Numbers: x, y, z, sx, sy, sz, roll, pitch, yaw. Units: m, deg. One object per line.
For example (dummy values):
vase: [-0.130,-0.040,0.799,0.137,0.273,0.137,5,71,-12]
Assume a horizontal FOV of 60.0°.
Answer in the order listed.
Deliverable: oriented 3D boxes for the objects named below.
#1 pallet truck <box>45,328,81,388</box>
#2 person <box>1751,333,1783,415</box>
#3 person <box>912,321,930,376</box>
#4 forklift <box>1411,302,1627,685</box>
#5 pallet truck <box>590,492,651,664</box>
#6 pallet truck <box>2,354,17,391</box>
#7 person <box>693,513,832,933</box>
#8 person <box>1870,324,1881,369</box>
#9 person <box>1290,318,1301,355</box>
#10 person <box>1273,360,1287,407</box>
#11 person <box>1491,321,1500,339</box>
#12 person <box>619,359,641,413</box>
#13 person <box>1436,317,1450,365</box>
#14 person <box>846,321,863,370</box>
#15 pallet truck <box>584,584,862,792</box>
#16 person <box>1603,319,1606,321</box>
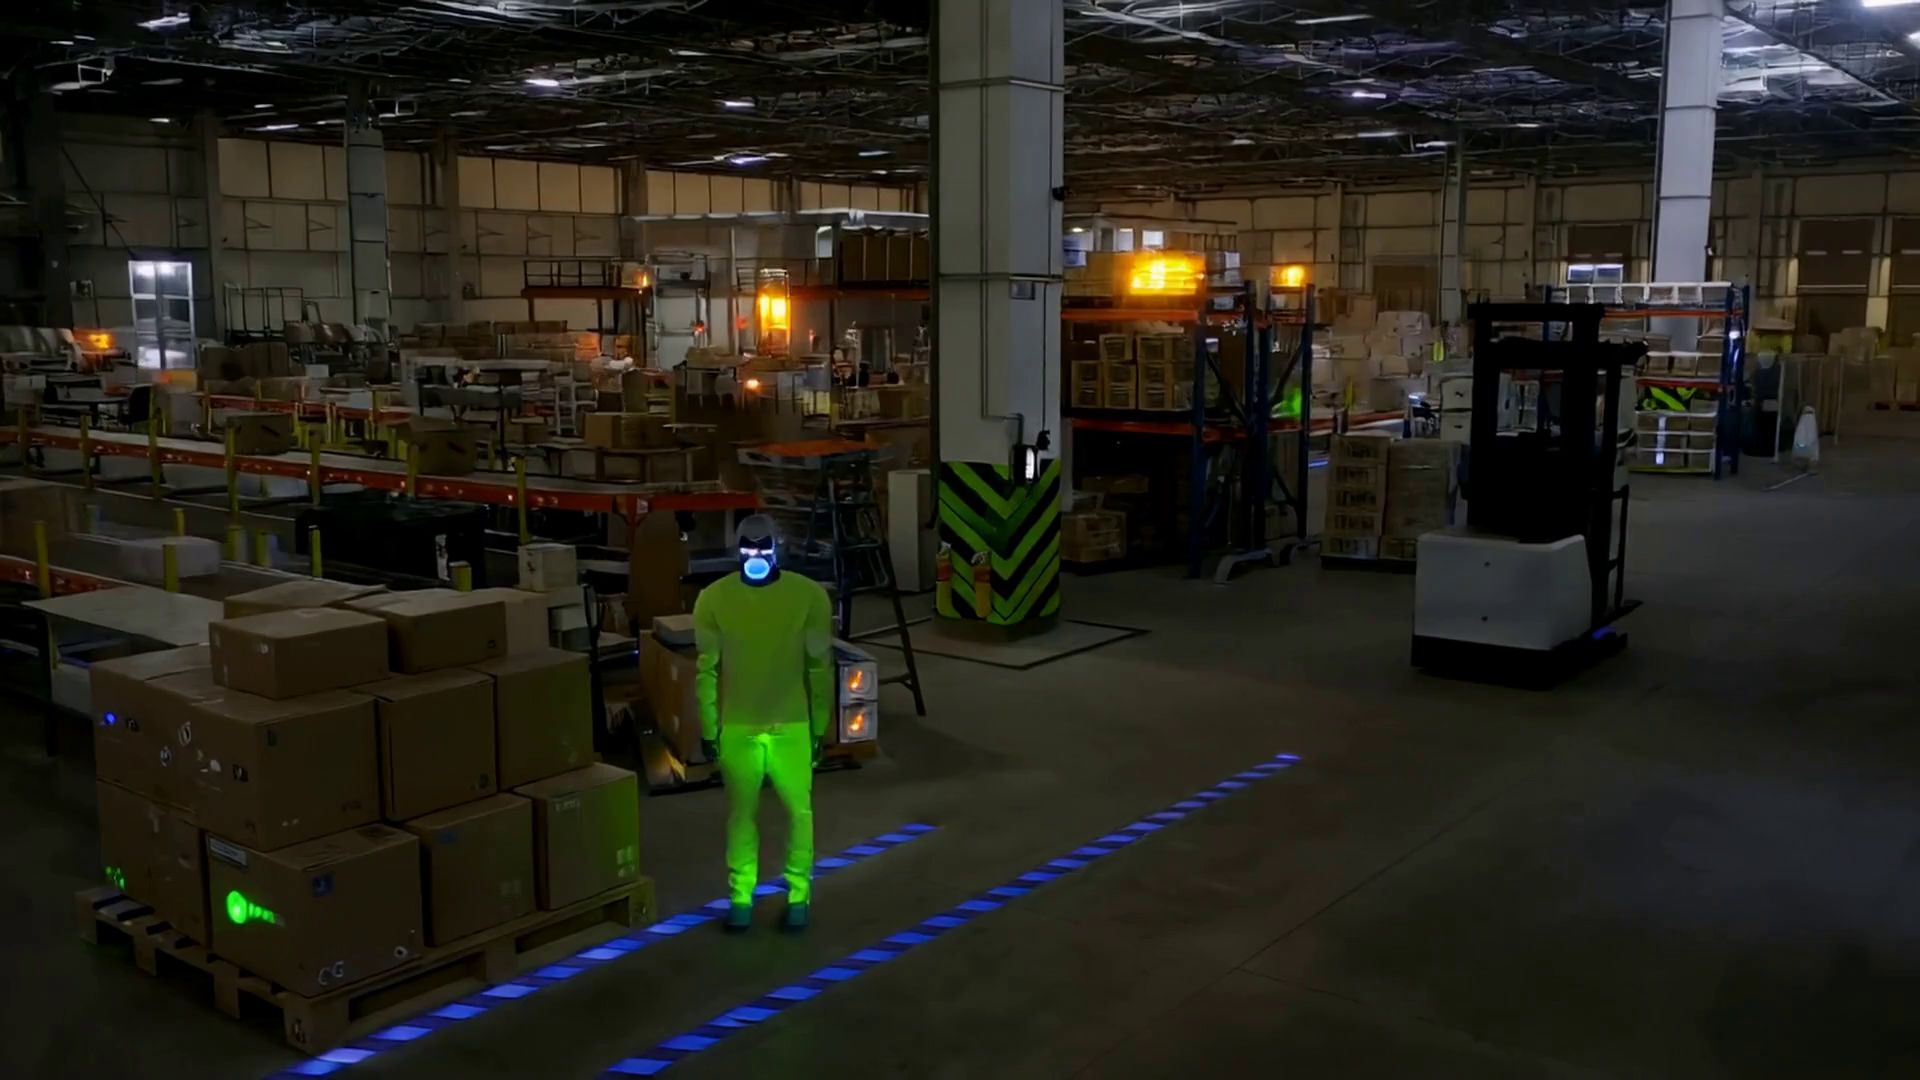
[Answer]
pallet truck: [-23.775,-4.544,43.495,1.885,1.965,0.823,6,10,35]
person: [18.132,-3.658,37.375,0.686,2.000,0.710,-3,9,-22]
person: [-1.200,-5.968,53.040,0.644,2.009,0.907,-2,9,-13]
forklift: [4.379,-0.438,12.852,1.129,2.768,1.873,7,11,37]
pallet truck: [-3.115,0.344,12.883,0.653,1.274,1.630,7,11,37]
pallet truck: [-24.881,-4.417,42.634,1.885,1.965,0.823,8,11,41]
person: [-0.884,0.831,7.516,0.622,1.931,0.388,0,8,-2]
person: [35.292,-7.443,64.044,0.317,1.696,0.537,6,11,37]
person: [15.827,-9.683,78.821,0.630,1.805,0.942,4,9,23]
person: [6.093,-2.703,32.217,0.531,1.660,0.855,8,11,42]
person: [18.967,-6.862,59.133,0.382,1.993,0.609,0,8,-3]
person: [-5.956,-2.434,30.189,0.906,1.722,0.540,-6,10,-34]
person: [19.635,-8.085,67.559,0.355,1.938,0.634,-6,10,-34]
person: [-3.998,-7.301,62.551,0.595,1.852,0.776,-7,11,-41]
pallet truck: [-1.426,0.805,10.019,1.601,1.201,0.680,-4,9,-26]
person: [25.803,-7.890,66.411,0.830,1.891,0.612,-2,9,-15]
